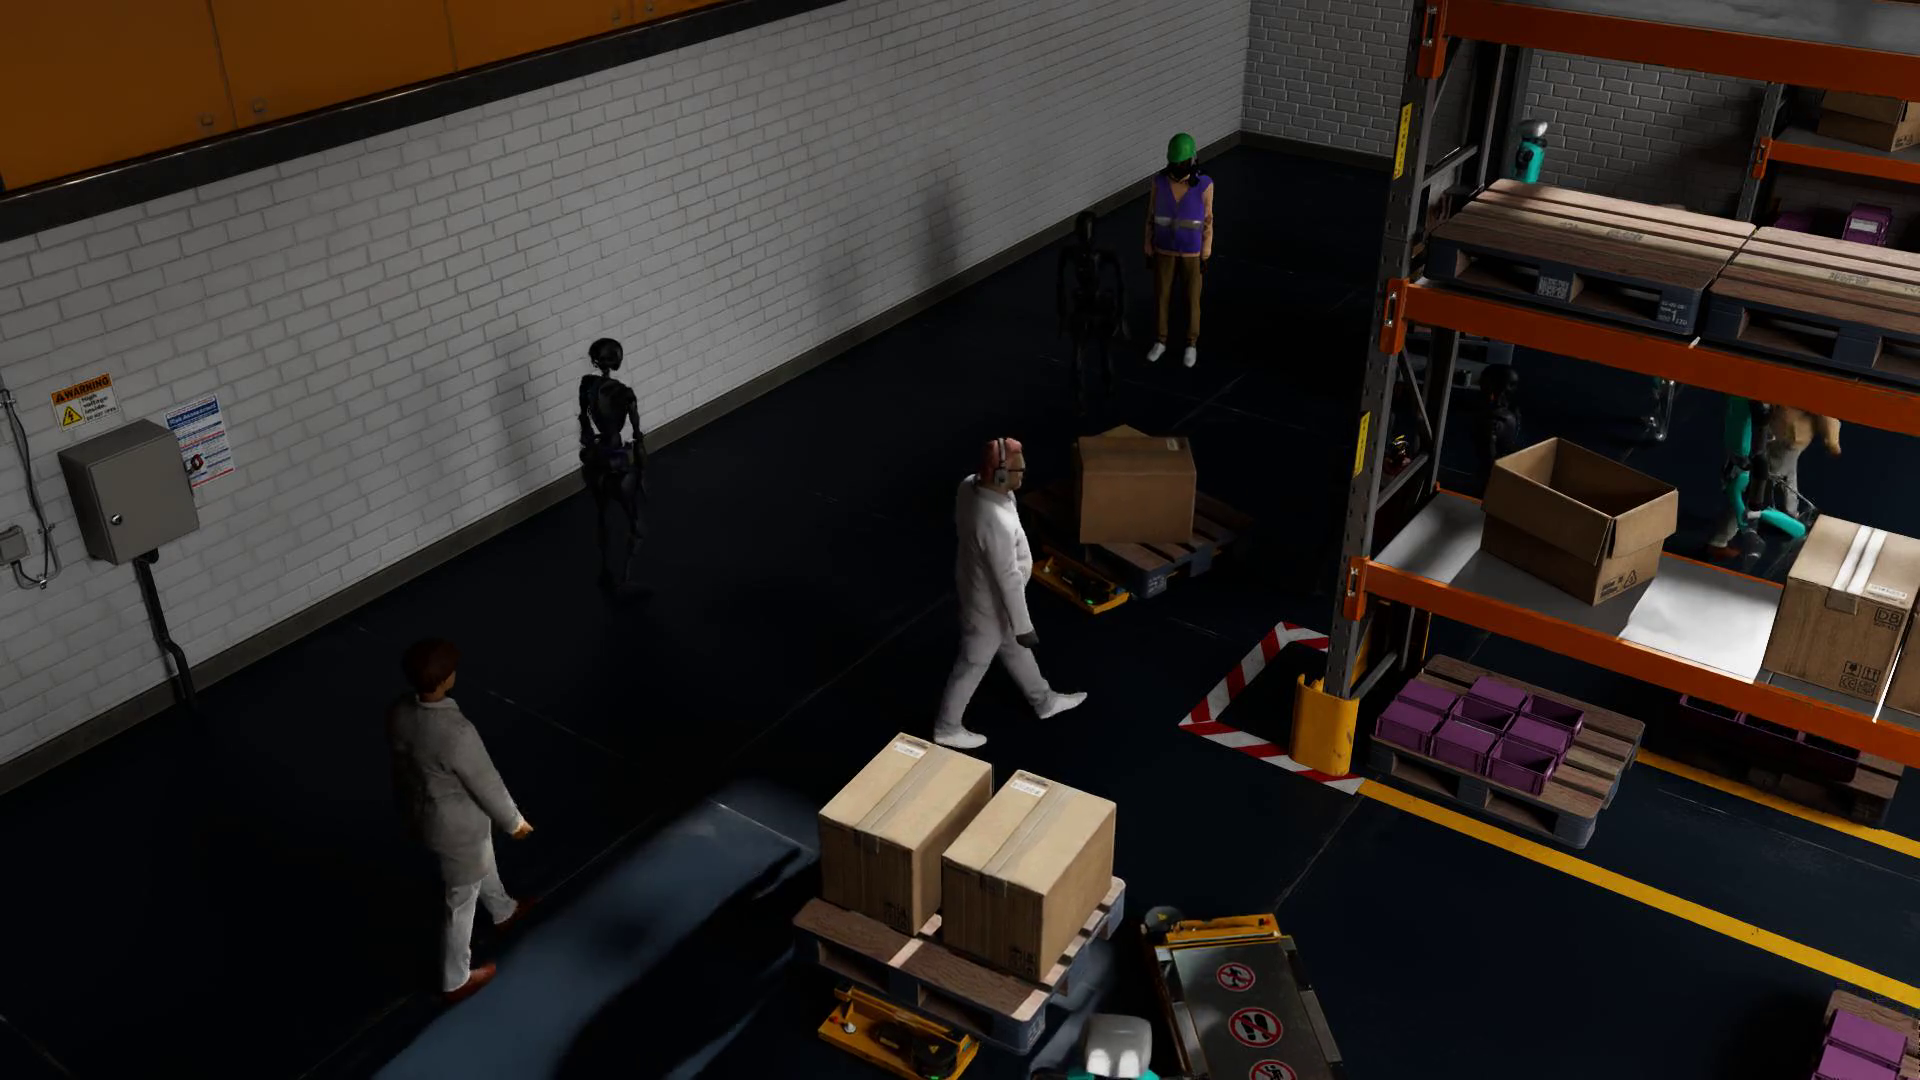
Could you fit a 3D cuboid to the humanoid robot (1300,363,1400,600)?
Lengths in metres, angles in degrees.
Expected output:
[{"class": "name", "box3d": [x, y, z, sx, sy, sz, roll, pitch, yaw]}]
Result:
[{"class": "humanoid robot", "box3d": [2.444, -0.374, 10.317, 0.526, 1.639, 0.602, -8, 31, -13]}]

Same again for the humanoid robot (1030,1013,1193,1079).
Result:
[{"class": "humanoid robot", "box3d": [0.475, 2.213, 5.804, 0.539, 1.858, 0.746, 0, 30, 0]}]

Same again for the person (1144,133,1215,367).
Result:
[{"class": "person", "box3d": [1.769, -2.362, 13.486, 0.551, 1.921, 0.425, 9, 31, 15]}]

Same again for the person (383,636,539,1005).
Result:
[{"class": "person", "box3d": [-2.168, 1.189, 7.439, 0.541, 1.797, 0.823, 20, 35, 30]}]

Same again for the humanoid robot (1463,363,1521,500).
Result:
[{"class": "humanoid robot", "box3d": [3.178, -0.299, 10.148, 0.355, 1.657, 0.591, 11, 32, 18]}]

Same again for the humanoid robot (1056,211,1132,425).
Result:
[{"class": "humanoid robot", "box3d": [1.031, -1.693, 12.611, 0.630, 1.649, 0.630, 17, 34, 27]}]

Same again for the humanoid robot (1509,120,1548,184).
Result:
[{"class": "humanoid robot", "box3d": [4.585, -2.810, 14.483, 1.014, 1.761, 0.533, 18, 35, 28]}]

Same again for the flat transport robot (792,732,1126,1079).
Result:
[{"class": "flat transport robot", "box3d": [0.007, 1.917, 7.714, 0.659, 0.231, 1.431, 16, 34, 26]}]

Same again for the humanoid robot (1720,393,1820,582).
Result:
[{"class": "humanoid robot", "box3d": [4.959, -0.273, 10.183, 0.837, 1.885, 0.544, 1, 30, 2]}]

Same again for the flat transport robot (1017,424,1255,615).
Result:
[{"class": "flat transport robot", "box3d": [1.175, 0.057, 10.941, 1.431, 0.231, 0.659, -23, 37, -34]}]

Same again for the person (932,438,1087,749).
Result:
[{"class": "person", "box3d": [0.256, 0.300, 8.927, 0.931, 1.861, 0.652, -4, 30, -6]}]

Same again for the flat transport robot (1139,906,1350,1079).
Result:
[{"class": "flat transport robot", "box3d": [1.258, 2.155, 7.301, 0.659, 0.231, 1.431, -3, 30, -6]}]

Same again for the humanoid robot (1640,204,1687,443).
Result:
[{"class": "humanoid robot", "box3d": [5.140, -1.486, 12.176, 0.597, 1.762, 0.918, 6, 30, 10]}]

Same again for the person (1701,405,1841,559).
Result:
[{"class": "person", "box3d": [5.380, -0.730, 10.761, 1.003, 1.826, 0.553, -6, 30, -10]}]

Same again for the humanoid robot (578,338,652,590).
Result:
[{"class": "humanoid robot", "box3d": [-2.198, -0.466, 10.439, 0.591, 1.642, 0.386, 21, 36, 32]}]
